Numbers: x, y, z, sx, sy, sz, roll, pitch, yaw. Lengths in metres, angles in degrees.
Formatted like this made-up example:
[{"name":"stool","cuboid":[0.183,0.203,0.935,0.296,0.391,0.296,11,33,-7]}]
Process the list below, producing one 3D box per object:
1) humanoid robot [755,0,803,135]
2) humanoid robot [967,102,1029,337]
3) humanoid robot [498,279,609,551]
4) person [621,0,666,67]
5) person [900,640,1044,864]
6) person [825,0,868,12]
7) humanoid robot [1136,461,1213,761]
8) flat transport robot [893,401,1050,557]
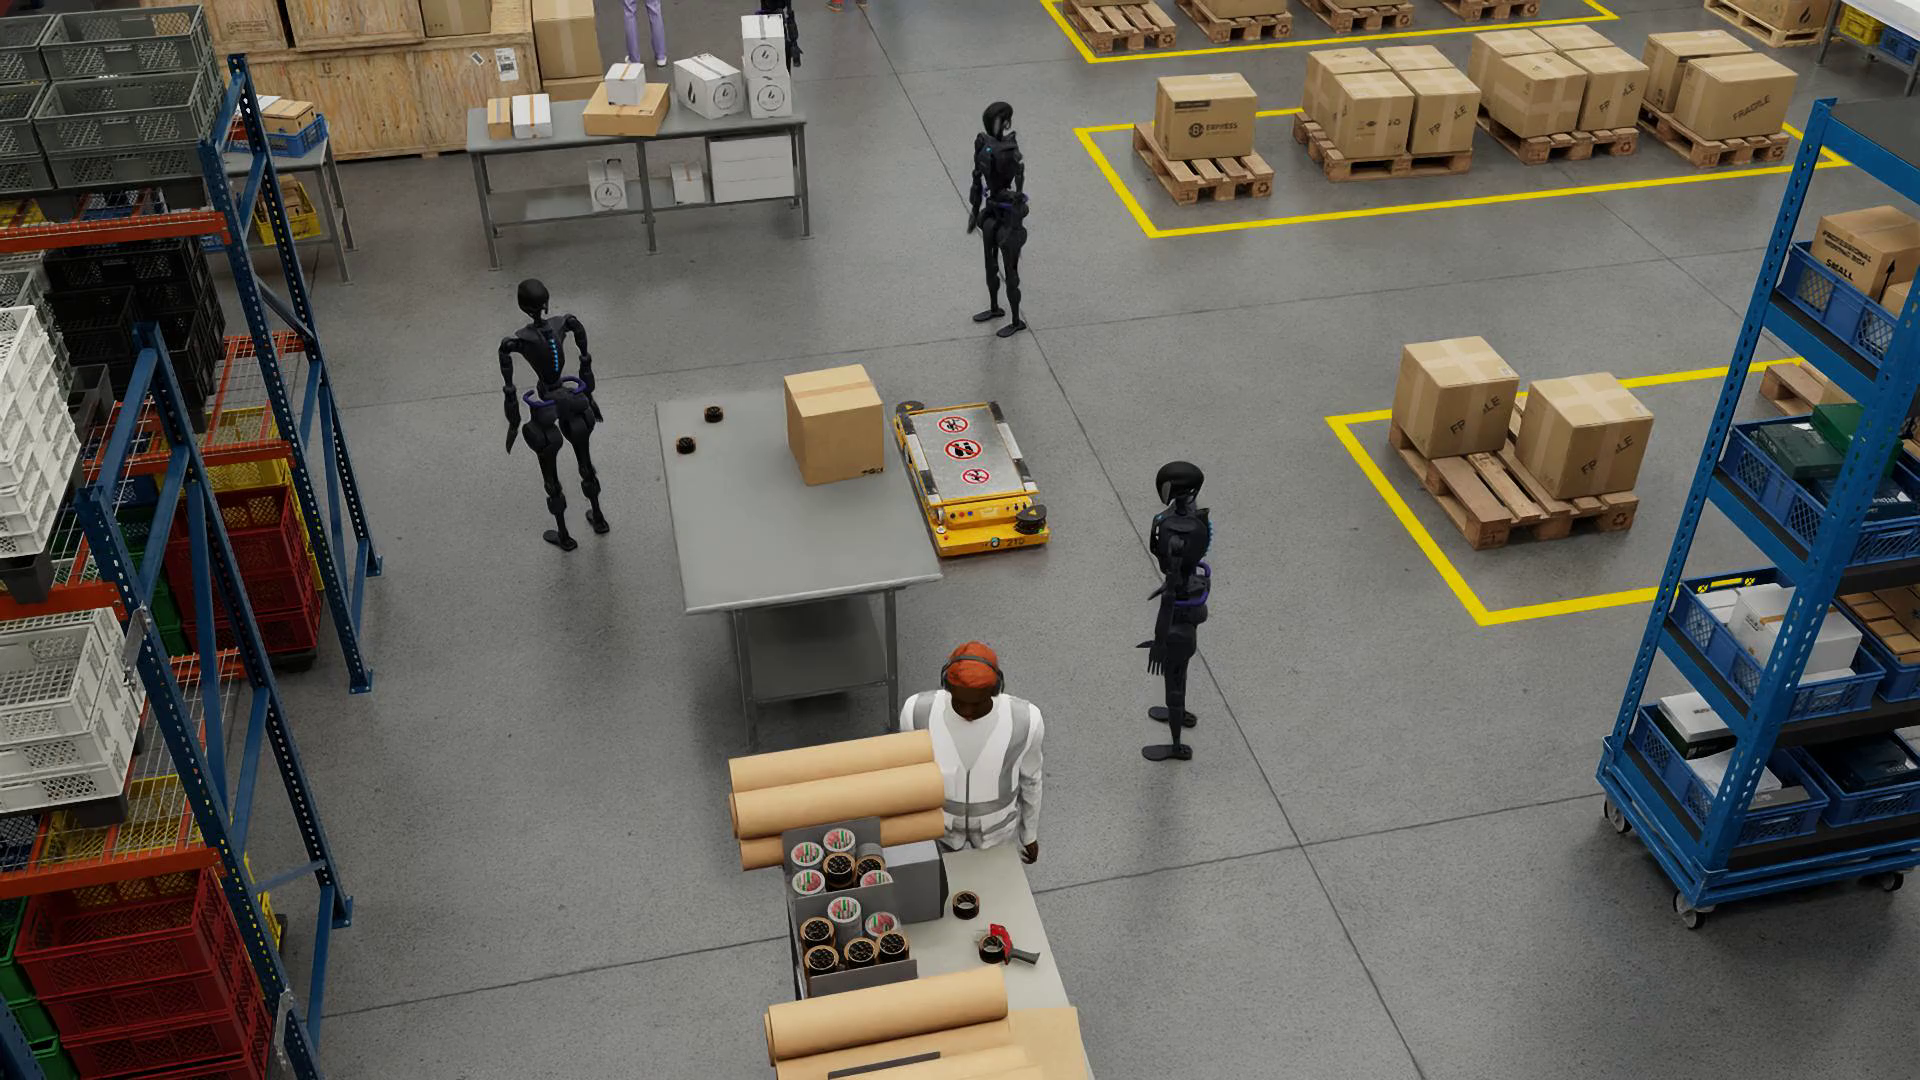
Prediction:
[{"name":"humanoid robot","cuboid":[-1.546,-4.296,14.139,0.320,1.653,0.611,-20,41,-24]},{"name":"humanoid robot","cuboid":[0.268,-2.185,11.311,0.310,1.655,0.570,-23,42,-27]},{"name":"humanoid robot","cuboid":[-2.276,-0.716,9.325,0.584,1.657,0.330,-28,45,-33]},{"name":"person","cuboid":[-2.989,-5.321,15.327,0.586,1.919,0.398,-11,38,-14]},{"name":"person","cuboid":[0.037,1.143,6.662,0.572,1.887,0.356,2,37,3]},{"name":"person","cuboid":[-1.161,-6.281,16.554,0.608,1.991,0.380,-13,39,-17]},{"name":"humanoid robot","cuboid":[1.027,0.327,7.932,0.328,1.652,0.573,6,37,8]},{"name":"flat transport robot","cuboid":[0.046,-0.430,10.108,0.652,0.197,1.431,-8,37,-10]}]
